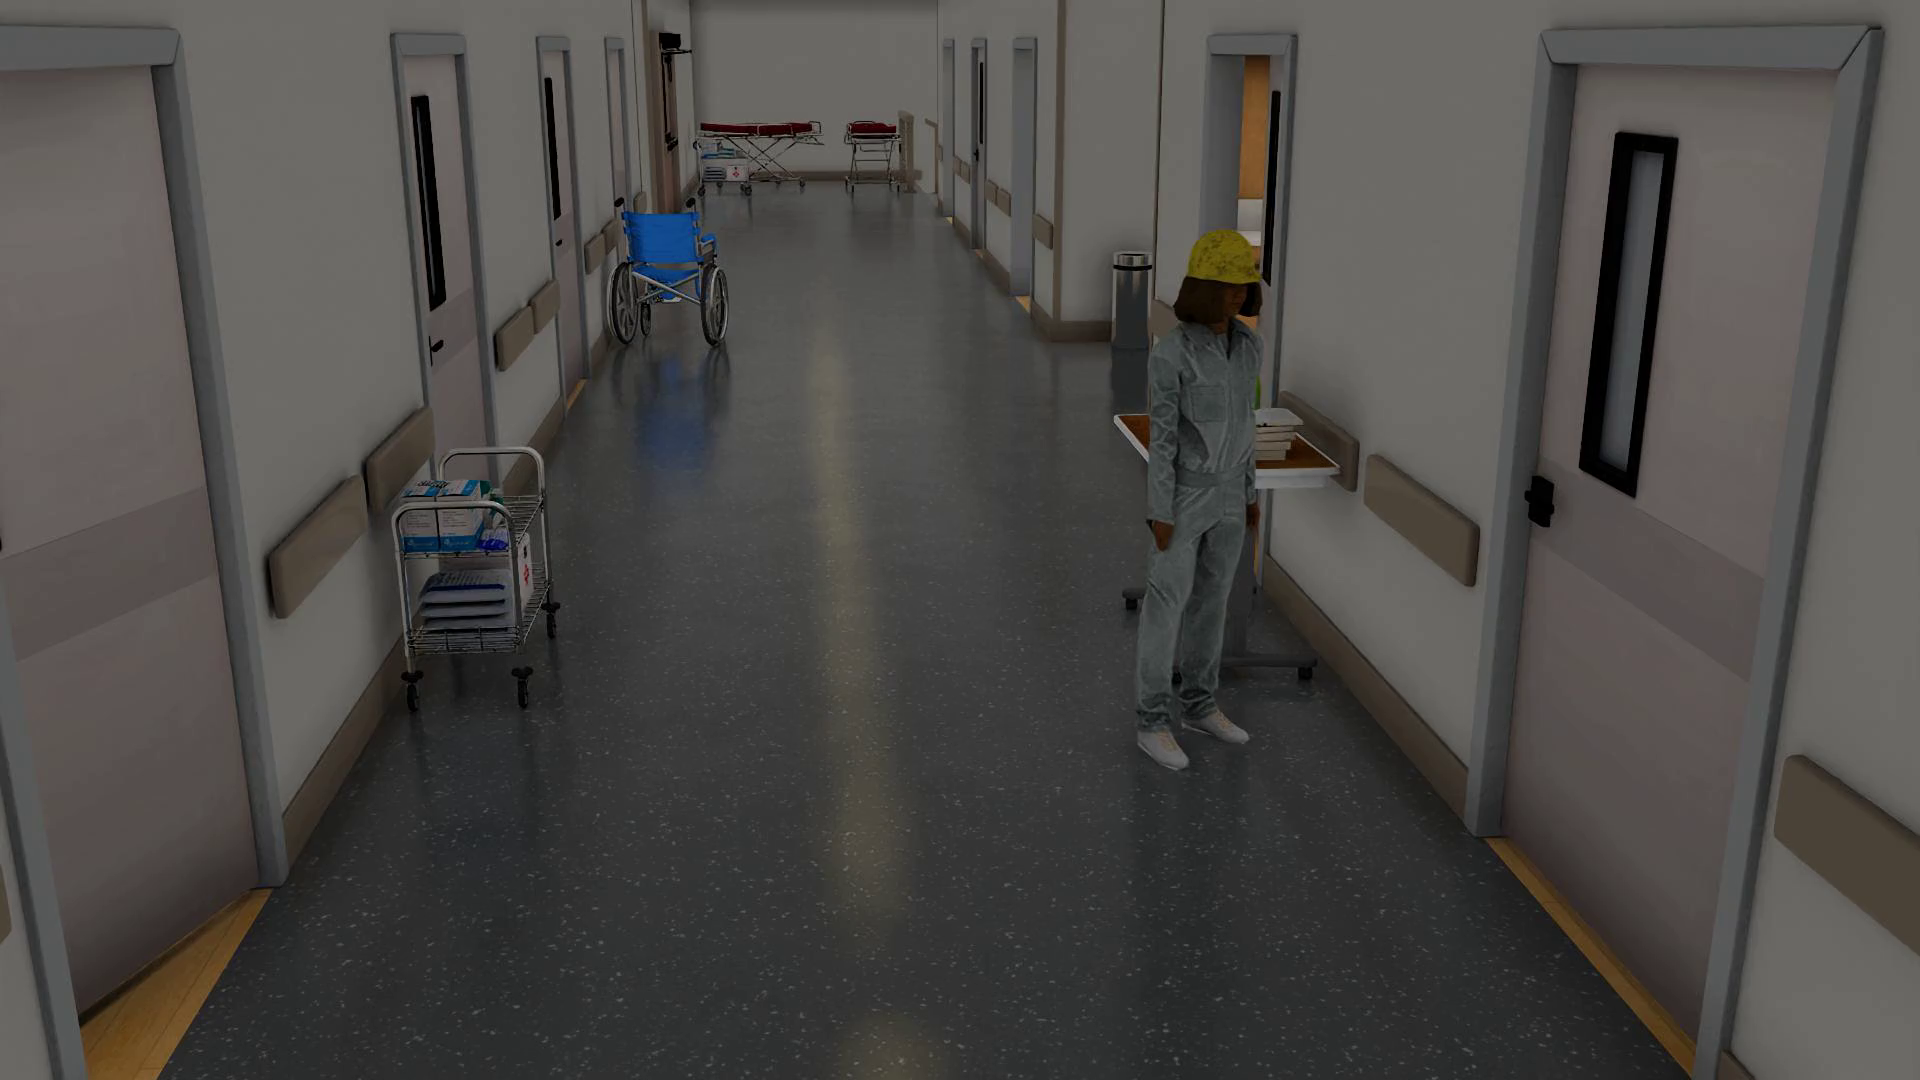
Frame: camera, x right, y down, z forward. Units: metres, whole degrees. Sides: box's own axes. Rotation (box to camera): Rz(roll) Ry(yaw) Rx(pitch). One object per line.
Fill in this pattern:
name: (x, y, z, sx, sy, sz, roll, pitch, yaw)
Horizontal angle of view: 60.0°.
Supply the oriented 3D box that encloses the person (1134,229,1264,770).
person: (0.804, -0.128, 5.385, 0.489, 1.743, 0.322, -13, 21, -38)
